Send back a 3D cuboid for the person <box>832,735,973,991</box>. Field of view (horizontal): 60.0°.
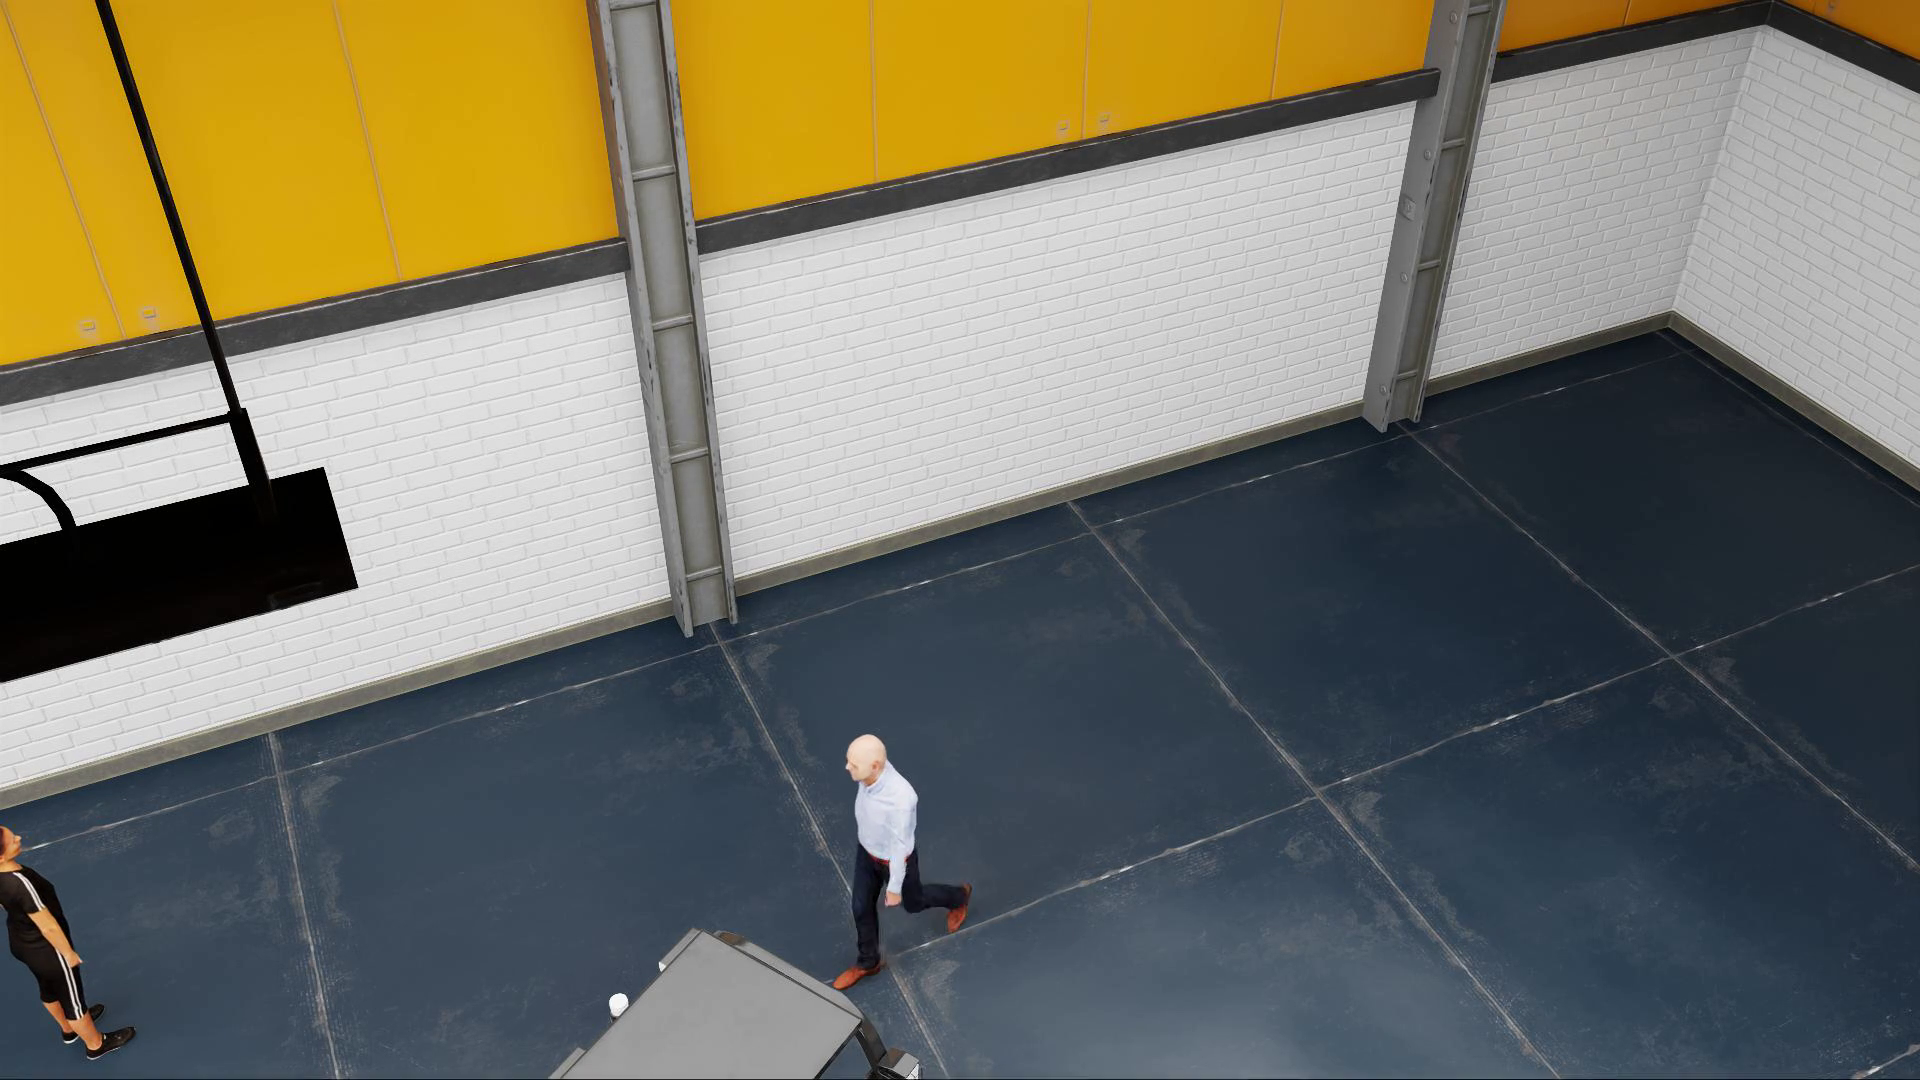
[{"bbox_3d":[-0.324,1.717,9.110,1.240,1.750,0.847,-28,46,-30],"label":"person"}]

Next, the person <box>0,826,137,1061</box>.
[{"bbox_3d":[-4.809,2.095,8.702,0.655,1.669,0.661,24,45,27],"label":"person"}]
